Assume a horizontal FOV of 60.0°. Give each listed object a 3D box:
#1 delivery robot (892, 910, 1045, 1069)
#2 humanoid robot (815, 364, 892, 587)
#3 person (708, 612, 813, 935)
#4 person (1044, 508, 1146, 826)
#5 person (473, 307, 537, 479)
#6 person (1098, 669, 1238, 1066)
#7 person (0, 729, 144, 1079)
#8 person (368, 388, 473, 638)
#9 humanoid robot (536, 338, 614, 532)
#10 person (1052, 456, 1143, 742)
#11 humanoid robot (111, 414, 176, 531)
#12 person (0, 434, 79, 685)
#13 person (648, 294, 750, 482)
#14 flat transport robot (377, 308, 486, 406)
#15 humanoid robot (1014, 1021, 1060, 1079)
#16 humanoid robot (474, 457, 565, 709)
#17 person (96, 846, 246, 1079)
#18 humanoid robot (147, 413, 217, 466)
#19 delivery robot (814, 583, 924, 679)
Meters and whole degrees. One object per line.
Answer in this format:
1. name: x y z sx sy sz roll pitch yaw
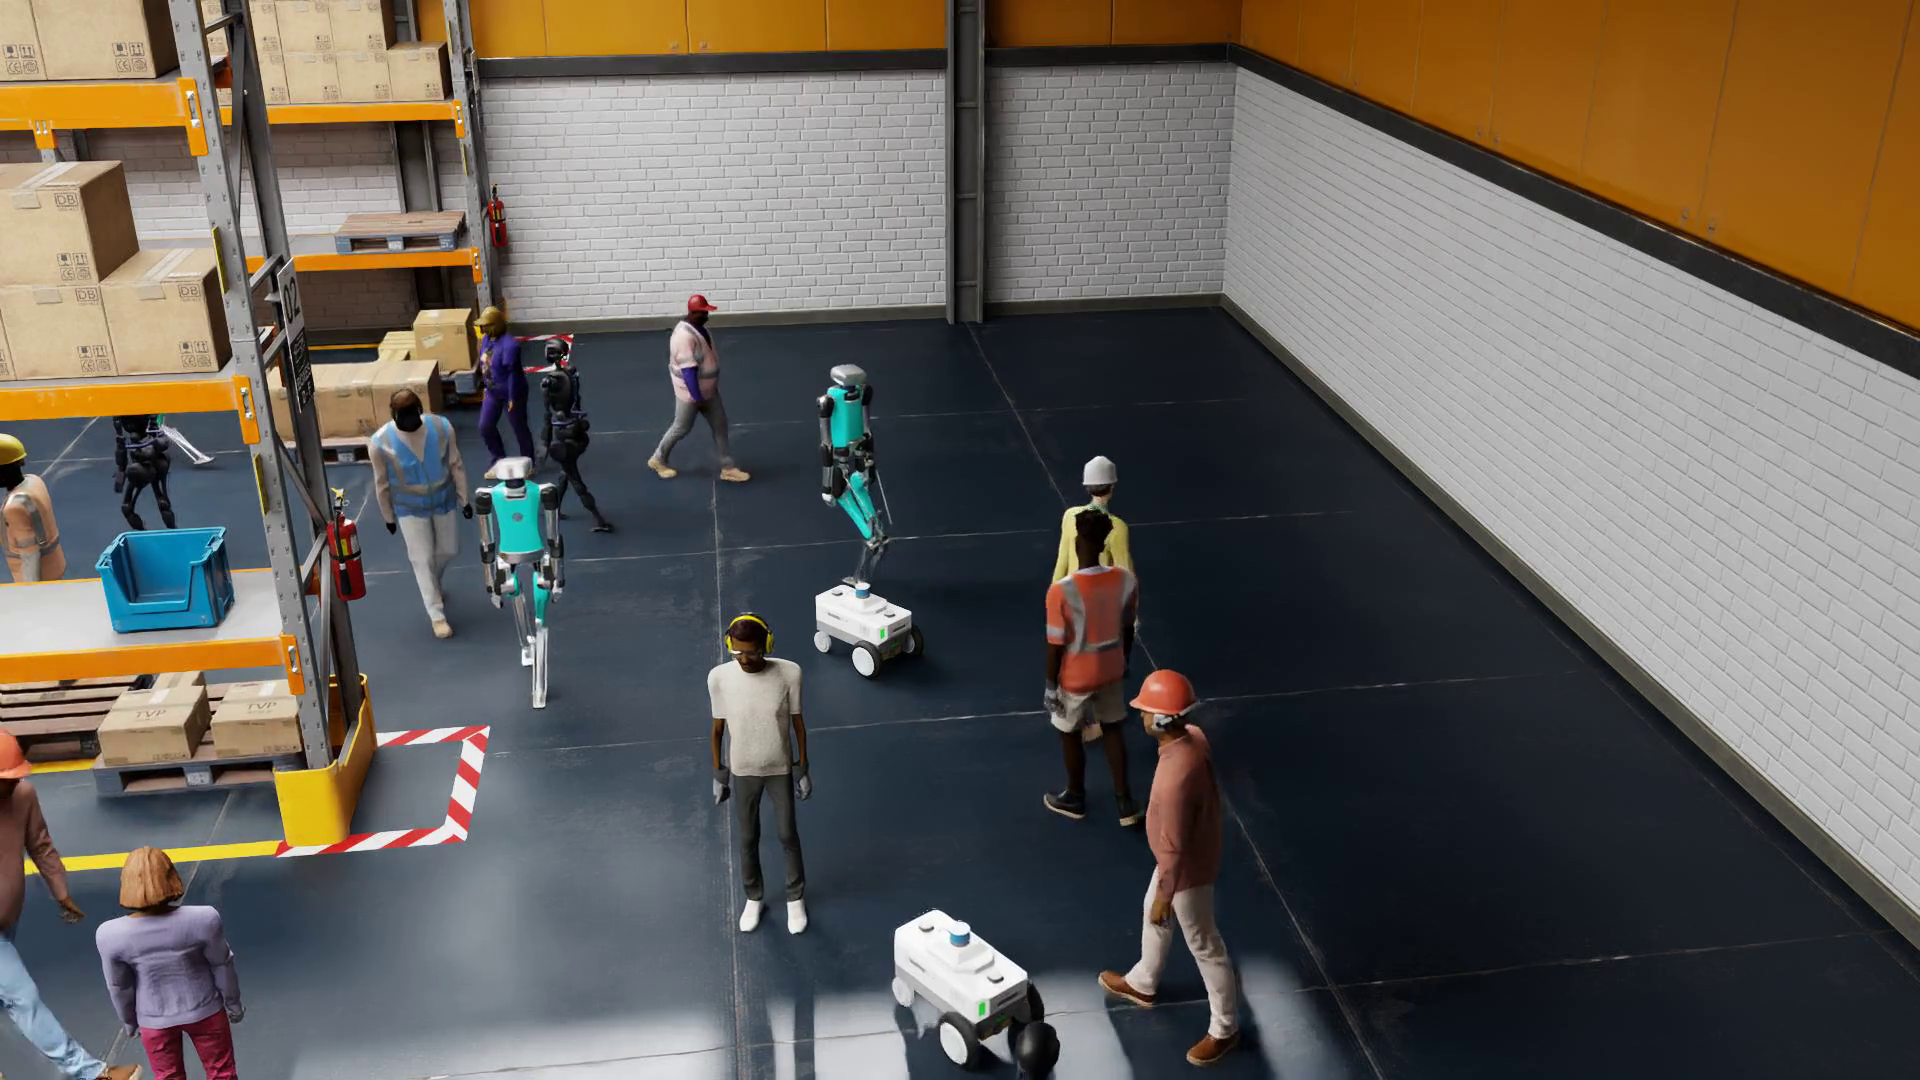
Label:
1. delivery robot: 0.020 2.165 8.132 0.499 0.614 0.797 -19 30 -37
2. humanoid robot: -0.710 -0.377 12.508 0.665 1.864 0.545 18 30 35
3. person: -1.033 1.215 8.661 0.525 1.856 0.350 -1 24 -3
4. person: 0.775 0.778 9.557 0.635 1.941 0.580 -14 27 -29
5. person: -4.029 -1.268 14.622 0.451 1.605 0.541 14 28 30
6. person: 1.036 1.528 7.849 0.730 1.952 0.642 4 24 9
7. person: -4.319 1.697 7.486 1.084 1.899 0.623 4 24 8
8. person: -3.901 -0.263 12.079 0.632 1.814 0.817 -16 28 -32
9. humanoid robot: -3.246 -0.856 13.659 0.781 1.630 0.599 7 25 17
10. person: 0.892 0.377 10.574 0.584 1.841 0.744 19 30 37
11. humanoid robot: -6.457 -0.648 13.124 0.431 1.644 0.596 2 24 4
12. person: -6.026 0.222 10.830 0.368 1.925 0.593 -7 25 -16
13. person: -2.365 -1.333 14.642 0.901 1.708 0.586 8 25 17
14. flat transport robot: -5.459 -1.556 16.940 1.431 0.231 0.659 -3 24 -7
15. humanoid robot: 0.214 2.451 6.111 0.612 1.634 0.715 2 24 5
16. humanoid robot: -2.931 0.171 11.235 0.530 1.775 1.002 -5 24 -12
17. person: -3.317 2.021 7.093 0.496 1.632 0.292 -7 25 -16
18. humanoid robot: -7.254 -1.458 14.925 1.046 1.746 0.560 8 25 17
19. delivery robot: -0.661 0.608 11.680 0.811 0.613 0.499 20 30 37
